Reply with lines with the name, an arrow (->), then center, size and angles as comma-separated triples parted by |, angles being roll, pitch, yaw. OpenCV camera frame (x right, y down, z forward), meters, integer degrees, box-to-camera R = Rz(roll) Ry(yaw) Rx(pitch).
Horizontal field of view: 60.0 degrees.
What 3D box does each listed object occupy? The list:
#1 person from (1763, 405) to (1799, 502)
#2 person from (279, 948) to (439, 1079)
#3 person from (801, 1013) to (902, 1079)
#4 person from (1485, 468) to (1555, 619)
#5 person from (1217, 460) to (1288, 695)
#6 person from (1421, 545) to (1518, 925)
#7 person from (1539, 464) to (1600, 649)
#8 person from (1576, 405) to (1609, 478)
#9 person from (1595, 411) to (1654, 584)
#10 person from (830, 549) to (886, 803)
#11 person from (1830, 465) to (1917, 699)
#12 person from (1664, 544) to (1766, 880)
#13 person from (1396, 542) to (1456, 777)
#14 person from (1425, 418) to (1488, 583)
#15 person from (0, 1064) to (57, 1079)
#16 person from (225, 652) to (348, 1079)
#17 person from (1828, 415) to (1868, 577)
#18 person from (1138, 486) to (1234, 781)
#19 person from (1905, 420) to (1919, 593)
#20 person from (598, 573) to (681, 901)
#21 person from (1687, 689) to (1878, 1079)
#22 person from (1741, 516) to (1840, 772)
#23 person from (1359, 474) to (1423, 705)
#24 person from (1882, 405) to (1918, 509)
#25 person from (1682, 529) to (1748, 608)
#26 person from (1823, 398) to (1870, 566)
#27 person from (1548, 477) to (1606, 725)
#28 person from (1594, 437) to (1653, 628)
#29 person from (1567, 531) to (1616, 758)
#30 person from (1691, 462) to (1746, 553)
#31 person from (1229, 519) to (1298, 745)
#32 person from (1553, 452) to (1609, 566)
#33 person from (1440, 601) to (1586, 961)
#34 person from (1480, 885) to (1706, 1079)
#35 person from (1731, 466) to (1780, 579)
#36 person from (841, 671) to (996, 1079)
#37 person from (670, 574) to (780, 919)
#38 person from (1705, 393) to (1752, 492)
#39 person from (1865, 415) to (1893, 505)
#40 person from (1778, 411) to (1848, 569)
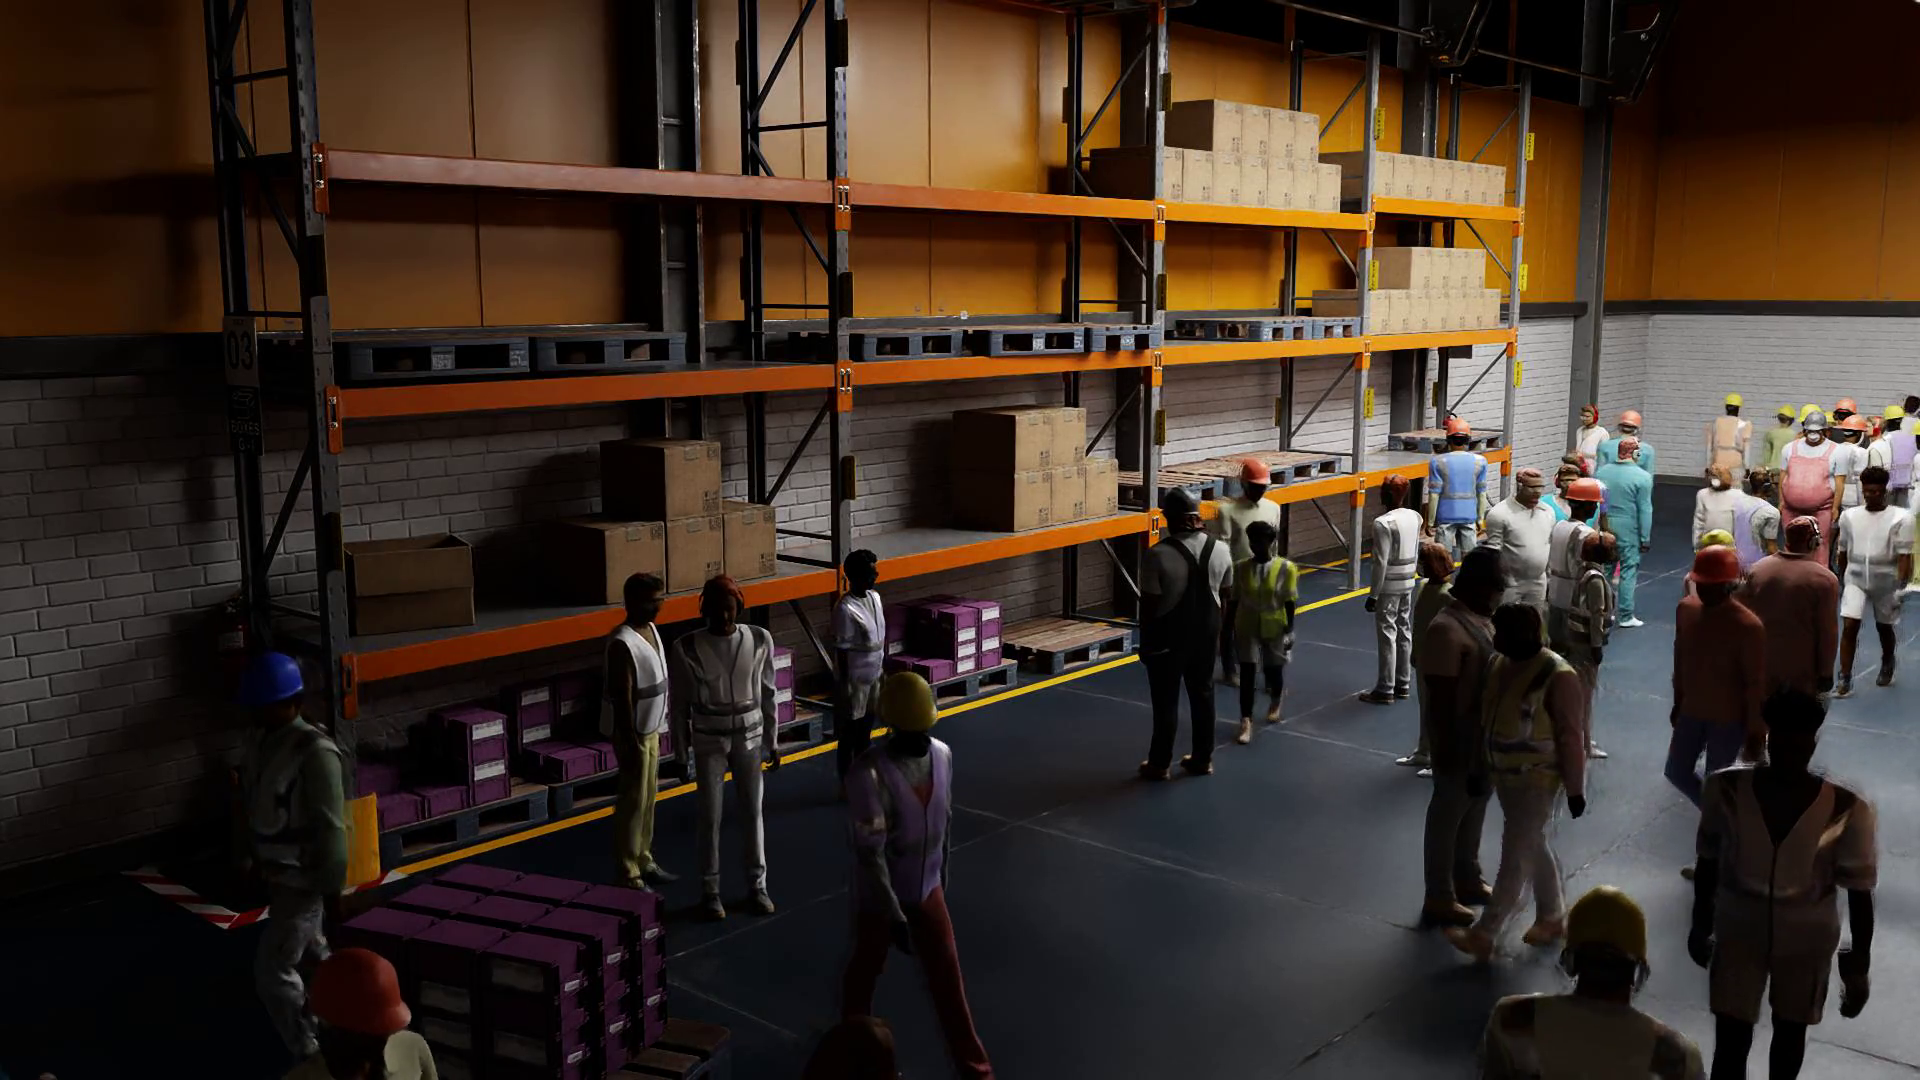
person -> 11.316, -0.998, 22.997 | 0.811, 1.740, 0.527 | -6, 11, -34
person -> -1.505, 1.898, 4.367 | 0.784, 1.716, 0.592 | 4, 10, 24
person -> -0.234, 1.983, 4.244 | 0.870, 1.590, 0.515 | -3, 9, -20
person -> 4.672, 0.344, 13.824 | 0.645, 1.900, 0.399 | -2, 9, -15
person -> 2.422, 0.317, 13.806 | 0.631, 1.953, 0.911 | -2, 9, -15
person -> 2.798, 1.024, 8.971 | 0.536, 2.000, 0.688 | 8, 12, 42
person -> 5.312, 0.242, 14.641 | 0.572, 1.843, 0.373 | 1, 9, 7
person -> 8.223, -0.845, 21.696 | 0.394, 1.836, 0.559 | -2, 9, -15
person -> 7.623, -0.502, 19.102 | 0.631, 1.945, 0.927 | 5, 10, 27
person -> -0.662, 0.890, 10.972 | 0.319, 1.690, 0.532 | 4, 10, 24
person -> 7.603, 0.330, 13.830 | 0.604, 1.931, 0.928 | 8, 12, 43
person -> 4.325, 0.979, 9.513 | 0.610, 1.964, 0.638 | -3, 9, -21
person -> 3.274, 0.824, 11.565 | 0.278, 1.634, 0.498 | -2, 9, -10
person -> 5.067, -0.227, 17.031 | 0.605, 2.045, 0.378 | 0, 9, -1
person -> -3.916, 1.566, 6.280 | 0.534, 1.788, 0.951 | 2, 9, 11
person -> -2.826, 1.397, 6.929 | 0.576, 1.920, 0.629 | -8, 12, -43
person -> 10.072, -0.456, 18.888 | 0.387, 1.929, 0.544 | -3, 9, -18
person -> 1.512, 0.630, 11.512 | 0.681, 2.000, 0.535 | -4, 10, -23
person -> 10.634, -0.378, 18.389 | 0.594, 1.922, 0.375 | -7, 11, -39
person -> -1.783, 1.086, 9.251 | 0.421, 1.835, 0.584 | 1, 9, 4
person -> 3.036, 1.513, 6.192 | 0.639, 1.915, 0.977 | 5, 10, 30
person -> 5.507, 0.782, 11.012 | 0.395, 1.899, 0.642 | -5, 10, -29
person -> 3.508, 0.396, 13.529 | 0.575, 1.885, 0.355 | -8, 12, -42
person -> 11.502, -0.705, 20.534 | 0.605, 1.915, 0.422 | -1, 9, -8
person -> 5.138, 0.793, 11.372 | 0.326, 1.760, 0.524 | -8, 12, -40
person -> 10.607, -0.692, 20.089 | 0.612, 2.031, 0.403 | 5, 10, 29
person -> 4.774, 0.476, 12.899 | 0.396, 1.929, 0.543 | -1, 9, -5
person -> 6.612, -0.082, 16.571 | 0.399, 1.899, 0.646 | -5, 10, -30
person -> 4.568, 0.745, 12.071 | 0.310, 1.636, 0.523 | 1, 9, 9
person -> 7.682, 0.016, 16.828 | 0.360, 1.615, 0.538 | -8, 12, -43
person -> 2.292, 0.653, 12.573 | 0.524, 1.663, 0.821 | 3, 9, 16
person -> 5.856, 0.063, 15.869 | 0.608, 1.816, 0.609 | -5, 10, -27
person -> 2.796, 1.220, 8.494 | 0.904, 1.798, 0.646 | -3, 9, -18
person -> 1.698, 1.843, 4.554 | 0.588, 1.789, 0.933 | 4, 10, 23
person -> 6.906, 0.274, 14.488 | 0.341, 1.839, 0.501 | -3, 9, -19
person -> -0.192, 1.444, 6.843 | 0.594, 1.853, 1.047 | -8, 12, -42
person -> -1.263, 1.109, 8.964 | 0.584, 1.878, 0.369 | -4, 10, -23
person -> 10.536, -1.059, 22.814 | 0.472, 1.912, 0.622 | -9, 12, -44
person -> 10.868, -0.557, 19.784 | 0.390, 1.850, 0.565 | 6, 10, 33
person -> 9.345, -0.426, 18.324 | 0.683, 2.000, 0.535 | 8, 12, 40
